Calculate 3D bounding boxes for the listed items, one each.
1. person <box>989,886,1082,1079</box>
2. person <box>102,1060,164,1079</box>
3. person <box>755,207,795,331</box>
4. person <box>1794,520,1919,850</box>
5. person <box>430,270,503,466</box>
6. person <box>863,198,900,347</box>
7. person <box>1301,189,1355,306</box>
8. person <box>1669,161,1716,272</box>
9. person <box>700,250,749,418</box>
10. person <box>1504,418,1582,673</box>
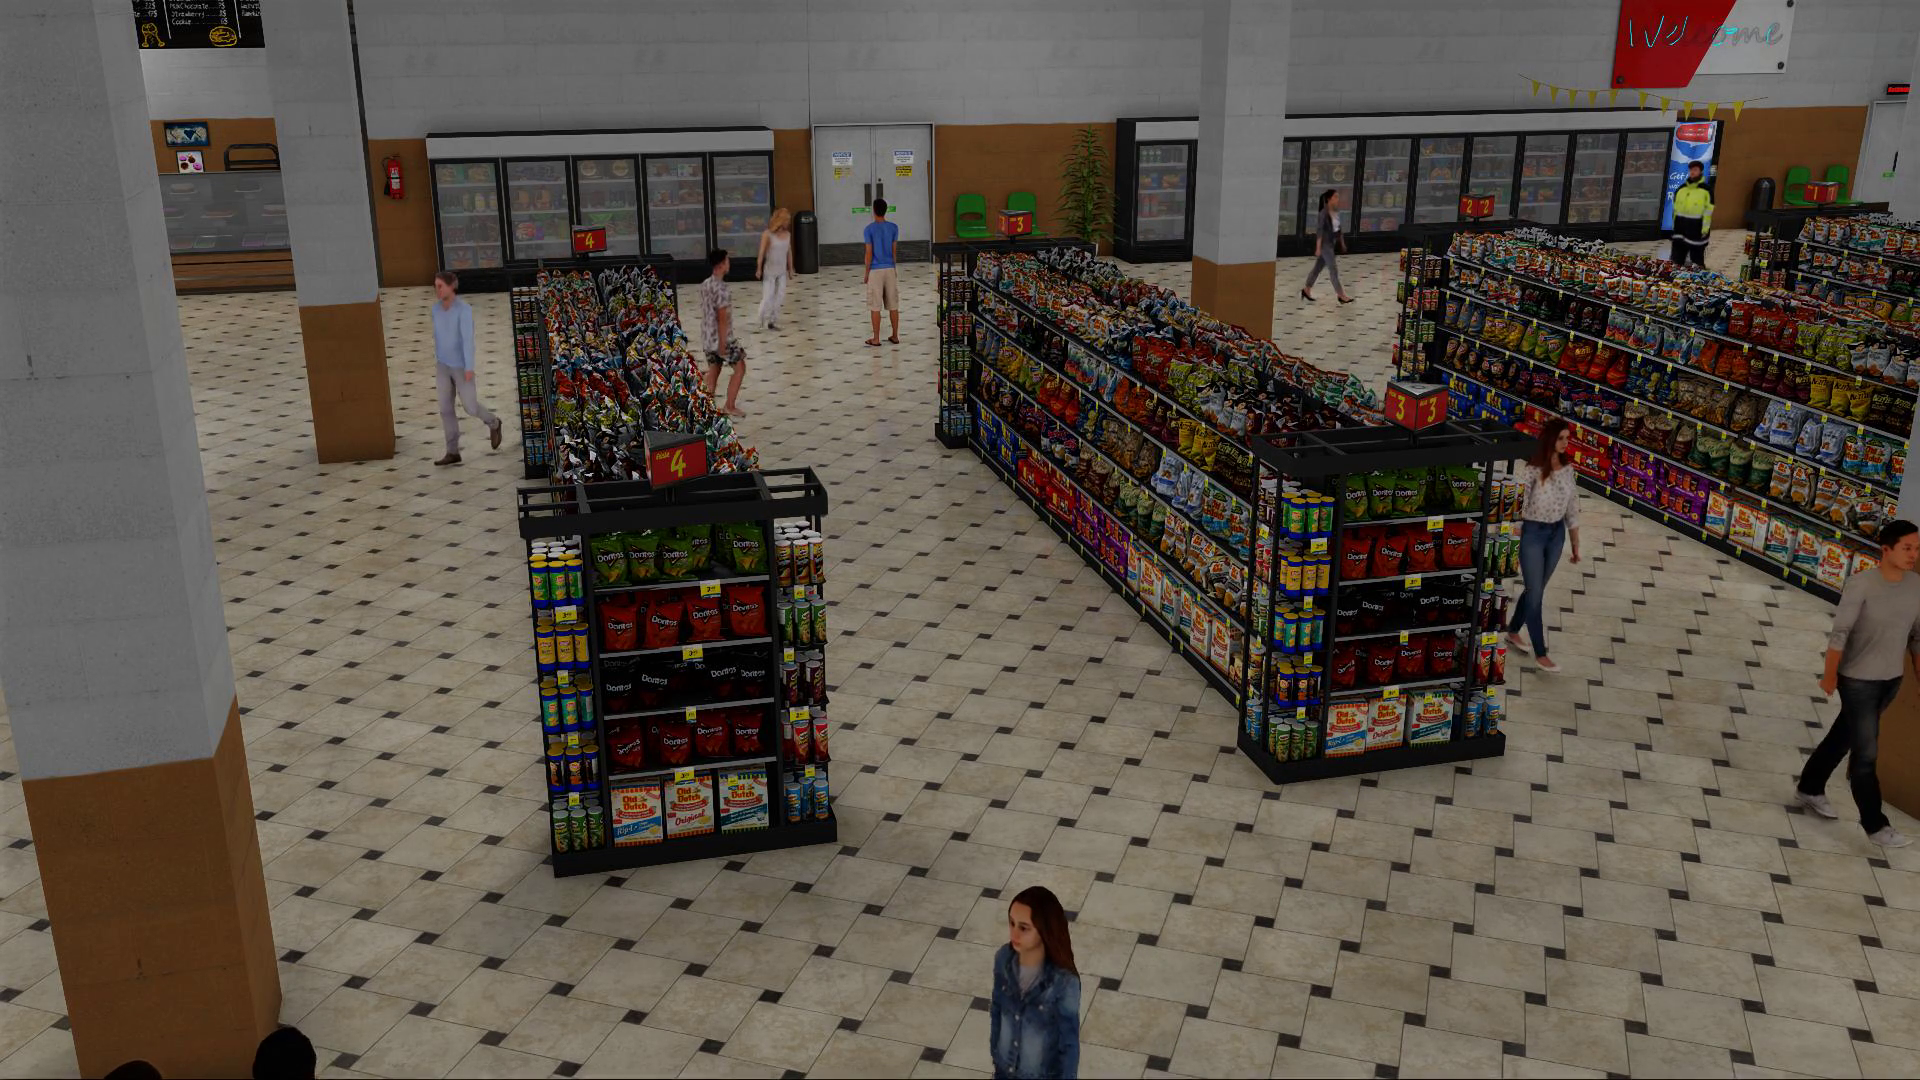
[{"bbox_3d":[0.319,1.926,6.072,0.891,1.462,0.908,14,23,36],"label":"person"},{"bbox_3d":[-2.574,2.251,5.344,0.558,1.310,0.629,12,22,32],"label":"person"},{"bbox_3d":[-2.520,-3.600,22.192,0.784,1.634,0.792,-9,20,-24],"label":"person"},{"bbox_3d":[4.912,0.721,9.143,0.698,1.783,1.056,-7,20,-19],"label":"person"},{"bbox_3d":[-4.817,-1.673,16.100,1.046,1.874,1.158,8,20,23],"label":"person"},{"bbox_3d":[-1.002,-3.445,21.374,0.704,1.863,0.647,-9,21,-26],"label":"person"},{"bbox_3d":[5.210,-4.192,23.965,1.173,1.622,1.046,13,23,35],"label":"person"},{"bbox_3d":[10.939,-4.636,24.765,1.252,1.953,1.207,17,25,41],"label":"person"},{"bbox_3d":[-2.641,-2.154,17.643,0.840,1.799,0.733,-14,23,-36],"label":"person"},{"bbox_3d":[3.948,-0.005,11.420,0.624,1.705,0.954,-6,19,-17],"label":"person"}]
